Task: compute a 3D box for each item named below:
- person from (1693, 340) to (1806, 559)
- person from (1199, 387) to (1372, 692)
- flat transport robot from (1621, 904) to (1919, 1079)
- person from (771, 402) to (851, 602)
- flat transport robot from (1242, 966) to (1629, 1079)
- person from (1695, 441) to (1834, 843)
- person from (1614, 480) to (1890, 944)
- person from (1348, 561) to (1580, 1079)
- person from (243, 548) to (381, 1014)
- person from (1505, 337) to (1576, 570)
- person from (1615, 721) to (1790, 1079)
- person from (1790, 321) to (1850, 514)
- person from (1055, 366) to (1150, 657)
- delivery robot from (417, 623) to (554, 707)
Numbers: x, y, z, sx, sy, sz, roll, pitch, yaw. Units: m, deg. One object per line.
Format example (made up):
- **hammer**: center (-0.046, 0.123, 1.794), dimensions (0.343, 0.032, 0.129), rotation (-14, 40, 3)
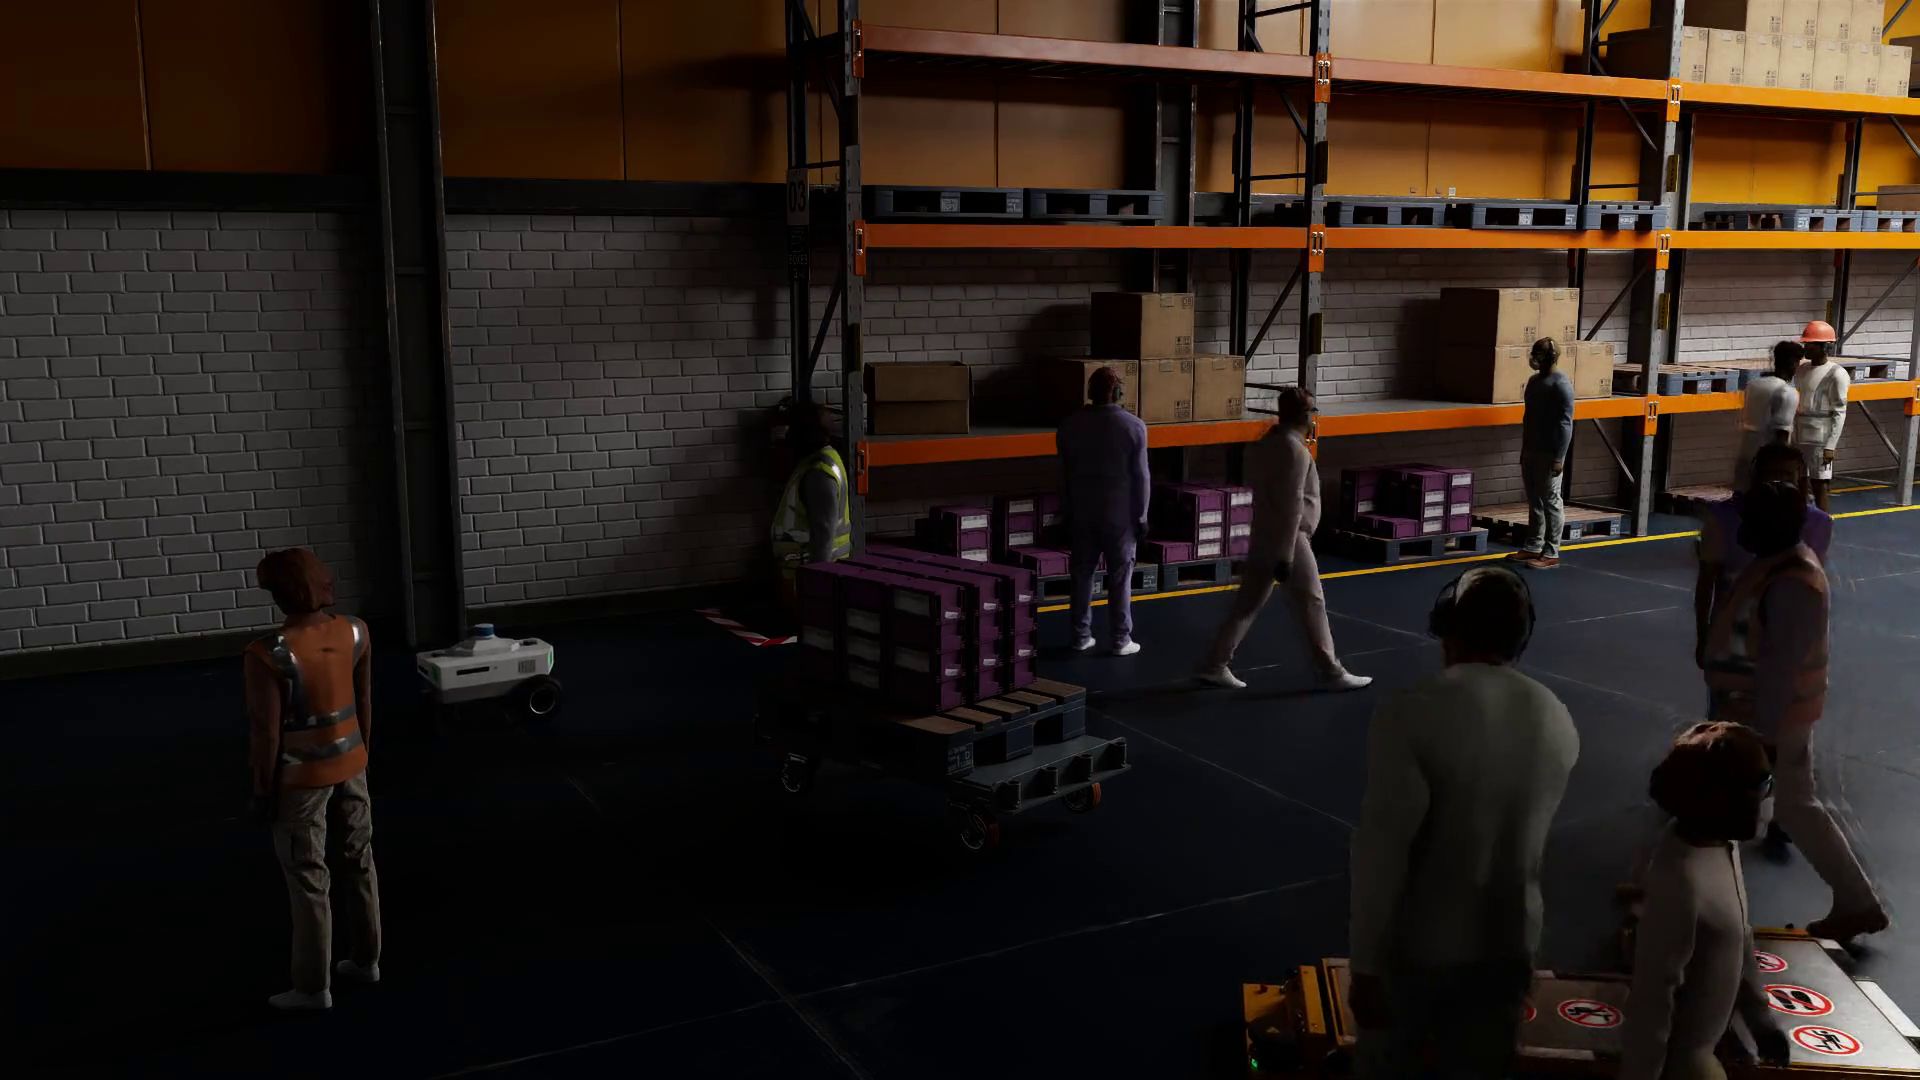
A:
- **person**: center (6.633, -0.713, 13.907), dimensions (0.924, 1.926, 0.666), rotation (-2, 10, -13)
- **person**: center (1.927, 0.009, 9.954), dimensions (1.023, 1.854, 0.659), rotation (-2, 10, -10)
- **flat transport robot**: center (2.707, 1.570, 5.492), dimensions (0.652, 0.197, 1.431), rotation (1, 10, 7)
- **person**: center (-0.811, 0.165, 9.070), dimensions (0.429, 1.842, 0.633), rotation (-1, 10, -6)
- **flat transport robot**: center (1.645, 1.594, 5.358), dimensions (1.431, 0.197, 0.652), rotation (1, 10, 8)
- **person**: center (3.668, 0.438, 7.637), dimensions (0.573, 1.791, 0.990), rotation (3, 10, 17)
- **person**: center (3.142, 0.654, 6.416), dimensions (0.959, 1.795, 0.624), rotation (3, 10, 18)
- **person**: center (1.200, 0.997, 4.182), dimensions (0.699, 1.879, 0.817), rotation (-3, 10, -16)
- **person**: center (-2.250, 0.833, 5.808), dimensions (0.308, 1.638, 0.511), rotation (5, 11, 27)
- **person**: center (4.872, -0.722, 13.891), dimensions (0.377, 1.940, 0.627), rotation (-1, 10, -8)
- **person**: center (1.739, 1.190, 3.888), dimensions (0.837, 1.586, 0.506), rotation (5, 11, 27)
- **person**: center (7.417, -0.882, 14.508), dimensions (0.378, 2.045, 0.605), rotation (-2, 10, -11)
- **person**: center (0.947, -0.185, 10.931), dimensions (0.645, 1.901, 0.400), rotation (5, 11, 27)
- **delivery robot**: center (-2.665, 0.713, 9.344), dimensions (0.707, 0.478, 0.477), rotation (-6, 12, -32)
